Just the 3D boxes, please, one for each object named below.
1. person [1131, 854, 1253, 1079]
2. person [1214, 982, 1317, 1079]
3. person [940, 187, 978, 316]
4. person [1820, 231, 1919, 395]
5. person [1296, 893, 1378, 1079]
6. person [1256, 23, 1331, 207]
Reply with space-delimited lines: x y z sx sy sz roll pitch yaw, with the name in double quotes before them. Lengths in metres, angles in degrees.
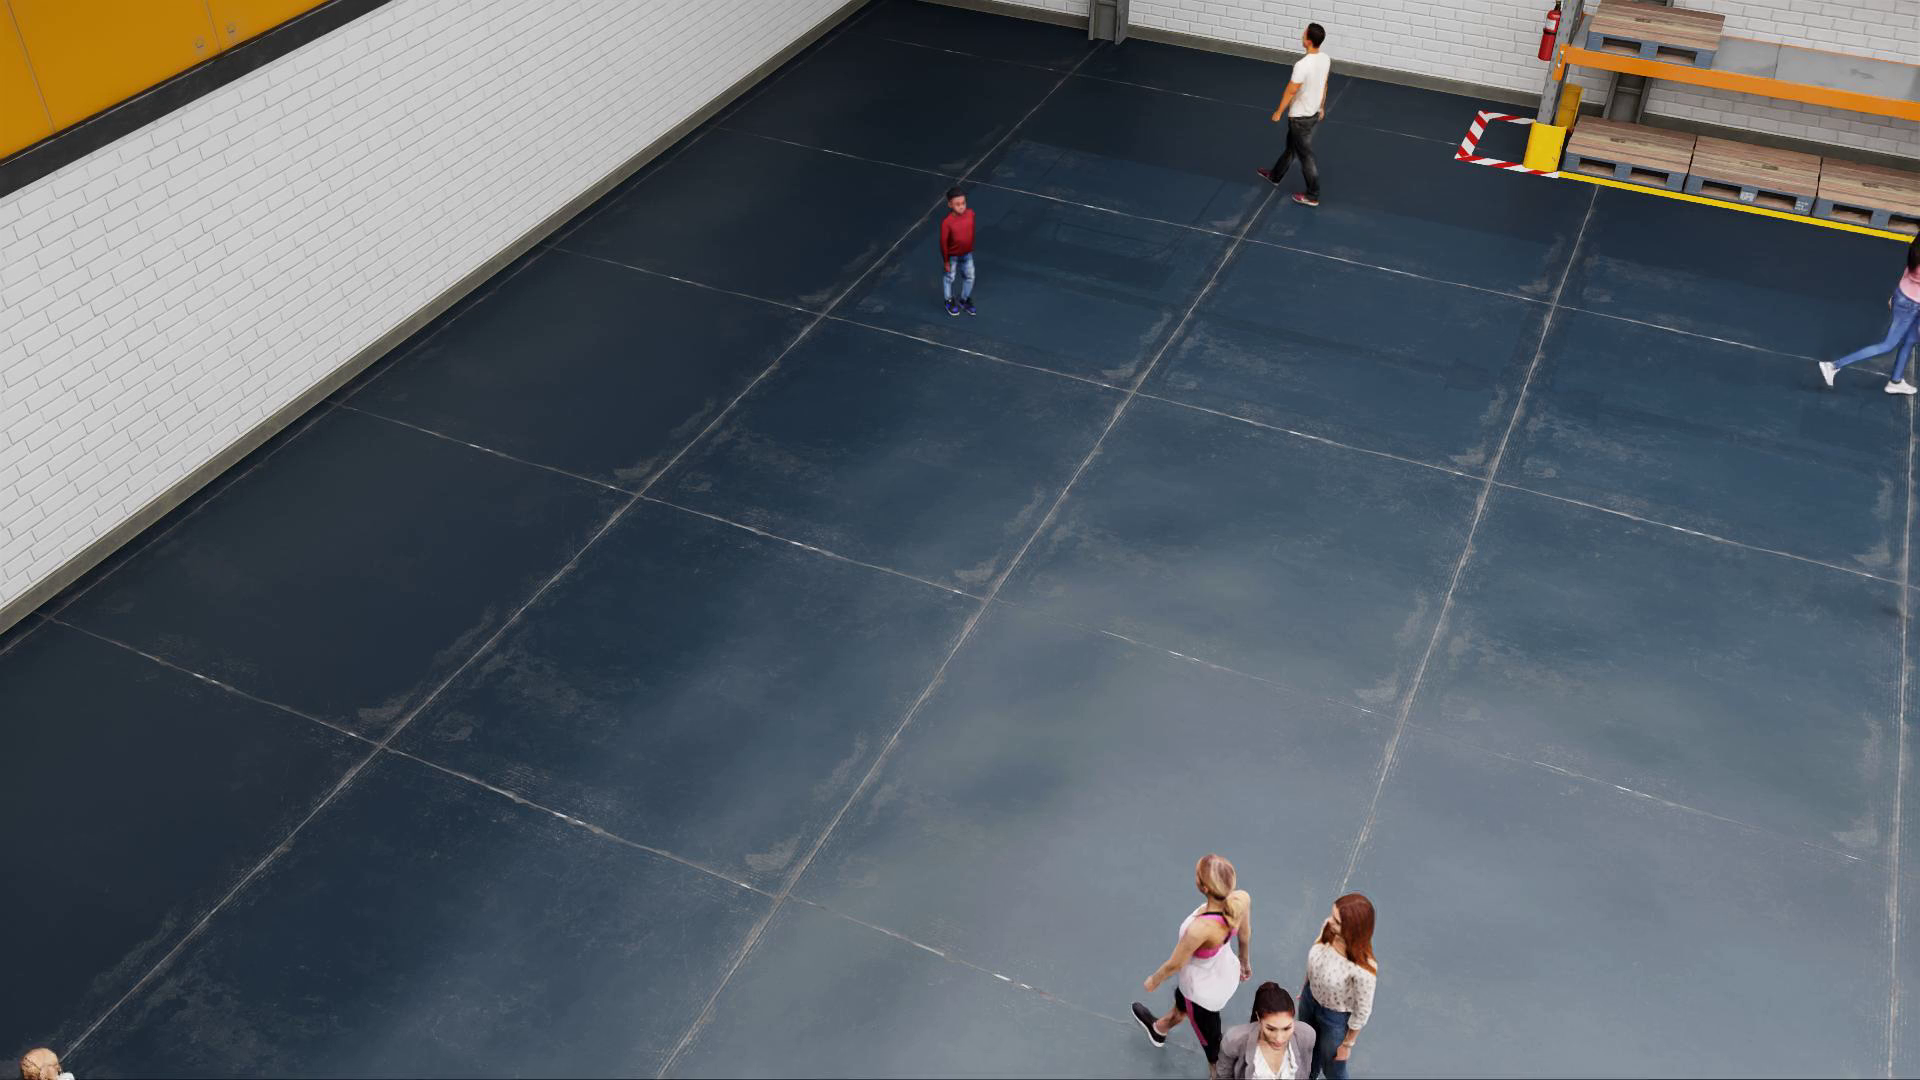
"person" 1.307 2.297 8.275 1.115 1.752 0.849 31 48 33
"person" 1.410 2.669 7.869 0.697 1.678 0.788 -5 39 -6
"person" -0.059 -2.602 14.815 0.636 1.246 0.683 -20 43 -23
"person" 7.660 -1.920 13.585 1.118 1.716 0.728 8 39 9
"person" 1.848 2.333 8.249 0.700 1.728 0.640 -13 40 -15
"person" 3.457 -4.133 16.313 1.103 1.769 0.824 26 45 28
